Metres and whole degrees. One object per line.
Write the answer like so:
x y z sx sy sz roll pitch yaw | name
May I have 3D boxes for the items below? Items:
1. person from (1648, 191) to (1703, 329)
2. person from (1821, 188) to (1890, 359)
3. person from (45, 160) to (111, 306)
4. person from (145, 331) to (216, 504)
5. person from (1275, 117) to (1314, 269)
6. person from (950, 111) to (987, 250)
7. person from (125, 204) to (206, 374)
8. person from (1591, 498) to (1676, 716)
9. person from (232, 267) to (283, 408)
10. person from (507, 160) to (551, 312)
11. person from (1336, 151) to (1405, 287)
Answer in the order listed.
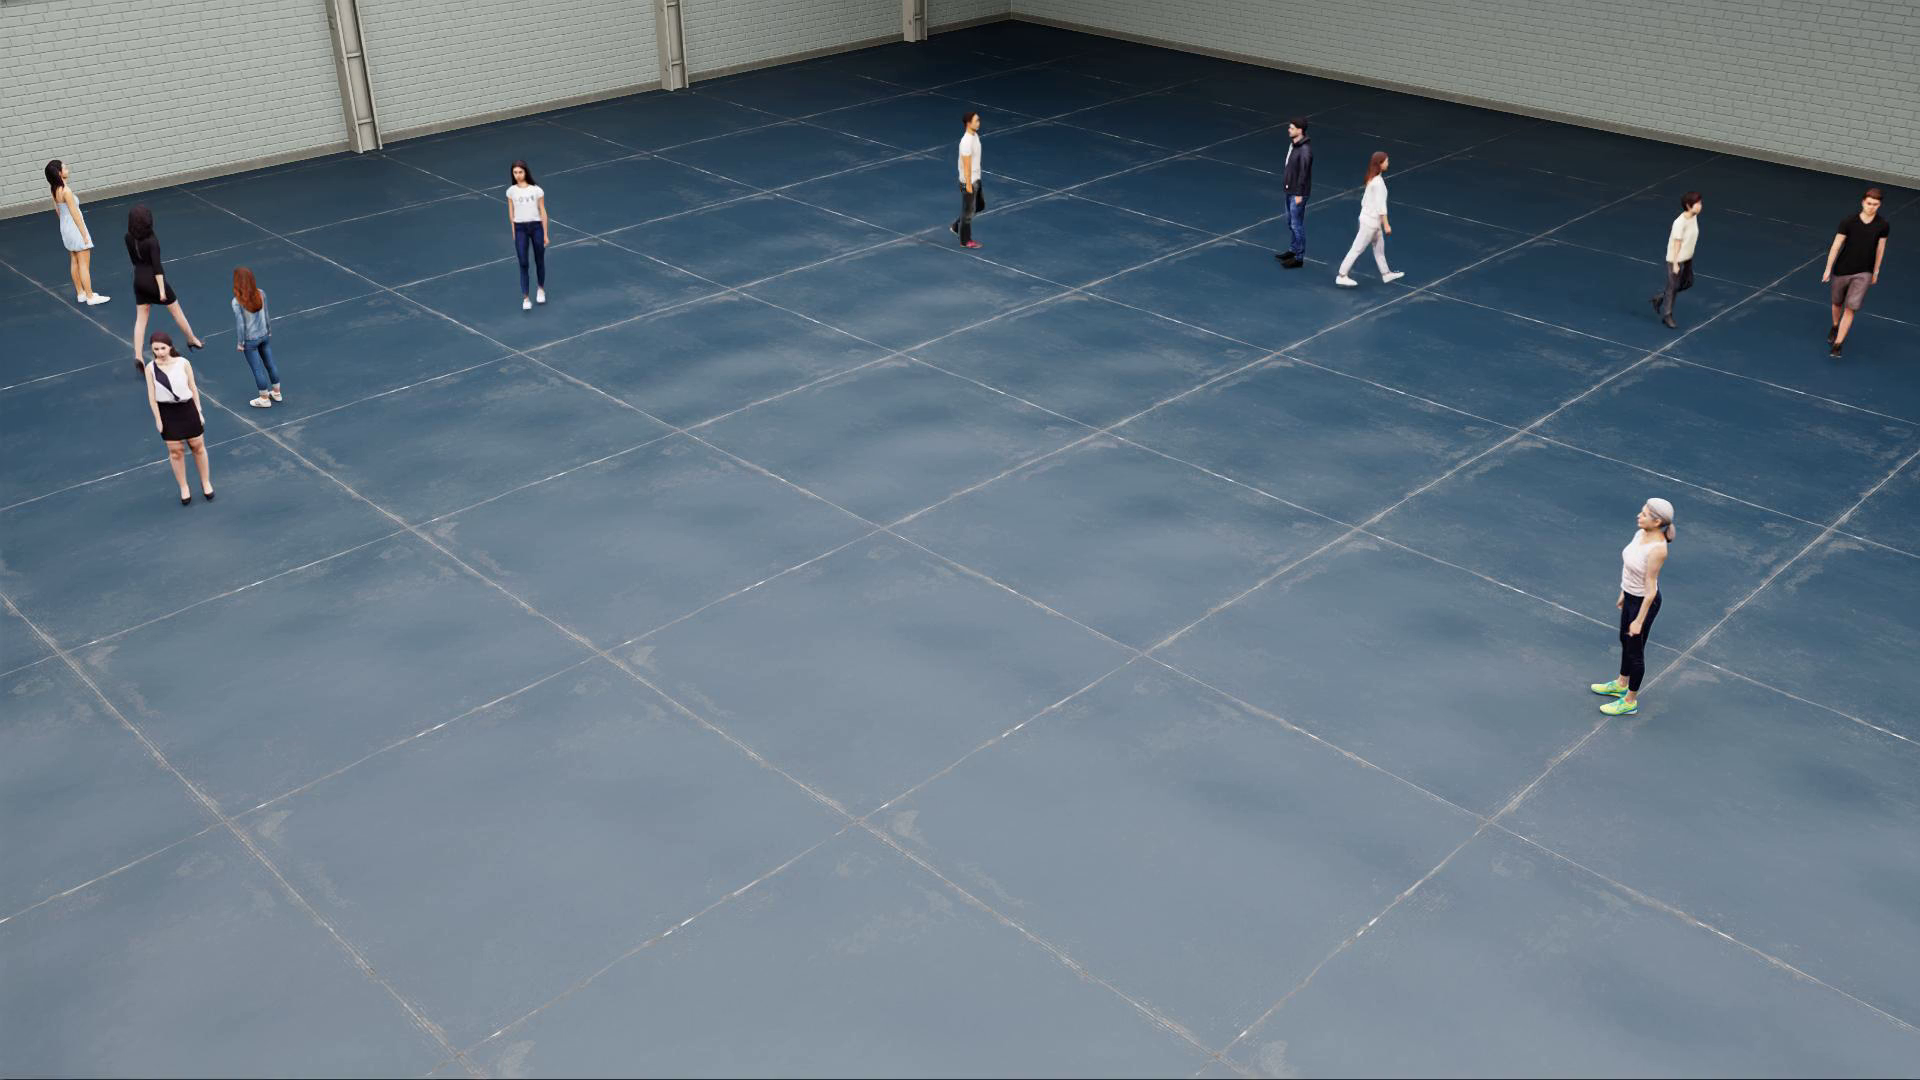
8.195 -3.228 19.085 0.619 1.577 0.672 -22 35 -36 | person
9.862 -2.982 18.367 0.927 1.819 1.297 14 31 25 | person
-10.521 -3.656 19.725 0.613 1.730 0.563 20 34 32 | person
-7.057 -1.117 15.049 0.545 1.645 0.677 -14 31 -24 | person
4.252 -4.383 20.925 0.789 1.886 0.751 -3 28 -5 | person
0.045 -4.674 21.569 0.869 1.794 0.797 6 29 12 | person
-8.707 -2.625 17.772 0.967 1.747 1.233 9 29 16 | person
4.908 0.469 12.011 0.744 1.702 0.662 3 28 5 | person
-7.223 -2.088 17.051 0.681 1.477 0.544 13 31 23 | person
-5.068 -3.644 19.685 0.994 1.748 0.990 -5 28 -9 | person
4.904 -3.848 20.178 1.091 1.644 1.076 2 28 4 | person
